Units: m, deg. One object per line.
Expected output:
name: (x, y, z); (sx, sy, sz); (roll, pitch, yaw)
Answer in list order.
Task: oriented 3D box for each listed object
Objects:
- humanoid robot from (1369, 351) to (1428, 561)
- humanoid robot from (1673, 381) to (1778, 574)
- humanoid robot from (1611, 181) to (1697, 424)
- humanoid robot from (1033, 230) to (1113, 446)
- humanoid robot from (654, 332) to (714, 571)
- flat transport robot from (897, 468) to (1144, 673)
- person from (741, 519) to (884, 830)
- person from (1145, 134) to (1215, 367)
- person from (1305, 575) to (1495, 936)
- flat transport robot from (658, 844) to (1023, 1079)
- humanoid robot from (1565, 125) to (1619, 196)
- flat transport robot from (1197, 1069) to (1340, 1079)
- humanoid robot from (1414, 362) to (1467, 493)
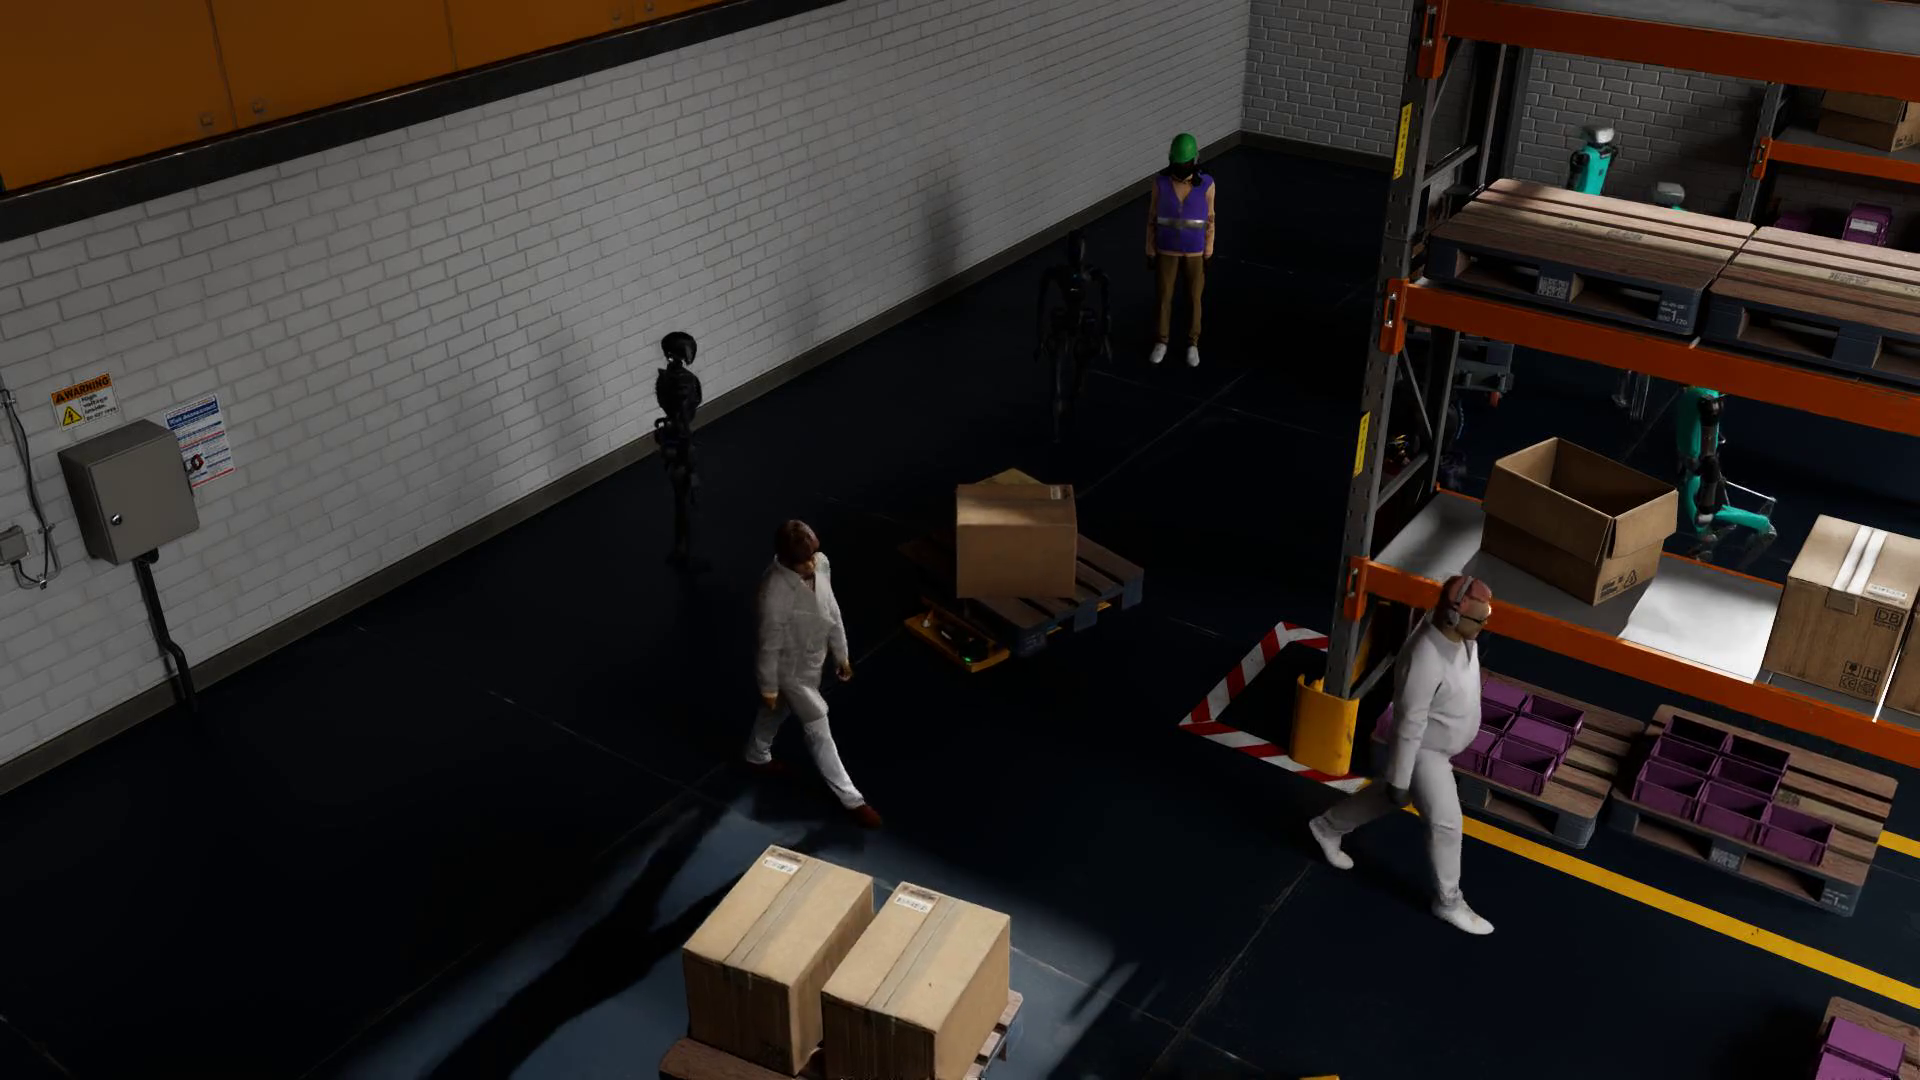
humanoid robot: (2.729, -0.420, 10.373); (0.481, 1.638, 0.608); (-4, 30, -6)
humanoid robot: (4.653, -0.315, 10.140); (1.020, 1.734, 0.541); (1, 30, 3)
humanoid robot: (5.248, -1.712, 12.656); (0.543, 1.902, 0.761); (2, 30, 4)
humanoid robot: (0.840, -1.496, 12.268); (0.591, 1.627, 0.790); (1, 30, 1)
humanoid robot: (-1.781, -0.569, 10.629); (0.319, 1.645, 0.589); (-10, 31, -16)
flat transport robot: (0.408, 0.377, 10.386); (1.431, 0.231, 0.659); (-23, 37, -34)
person: (-0.825, 0.641, 8.432); (0.964, 1.772, 0.505); (14, 33, 22)
person: (1.779, -2.358, 13.482); (0.550, 1.919, 0.431); (5, 30, 8)
person: (2.146, 0.941, 7.823); (0.959, 1.857, 0.646); (15, 33, 24)
flat transport robot: (-0.474, 2.305, 7.041); (0.659, 0.231, 1.431); (13, 32, 21)
humanoid robot: (5.131, -2.717, 14.290); (0.542, 1.791, 0.678); (-20, 36, -31)
flat transport robot: (1.373, 2.651, 6.441); (0.659, 0.231, 1.431); (-3, 30, -6)
humanoid robot: (2.917, -0.334, 10.212); (0.374, 1.641, 0.589); (19, 35, 29)
